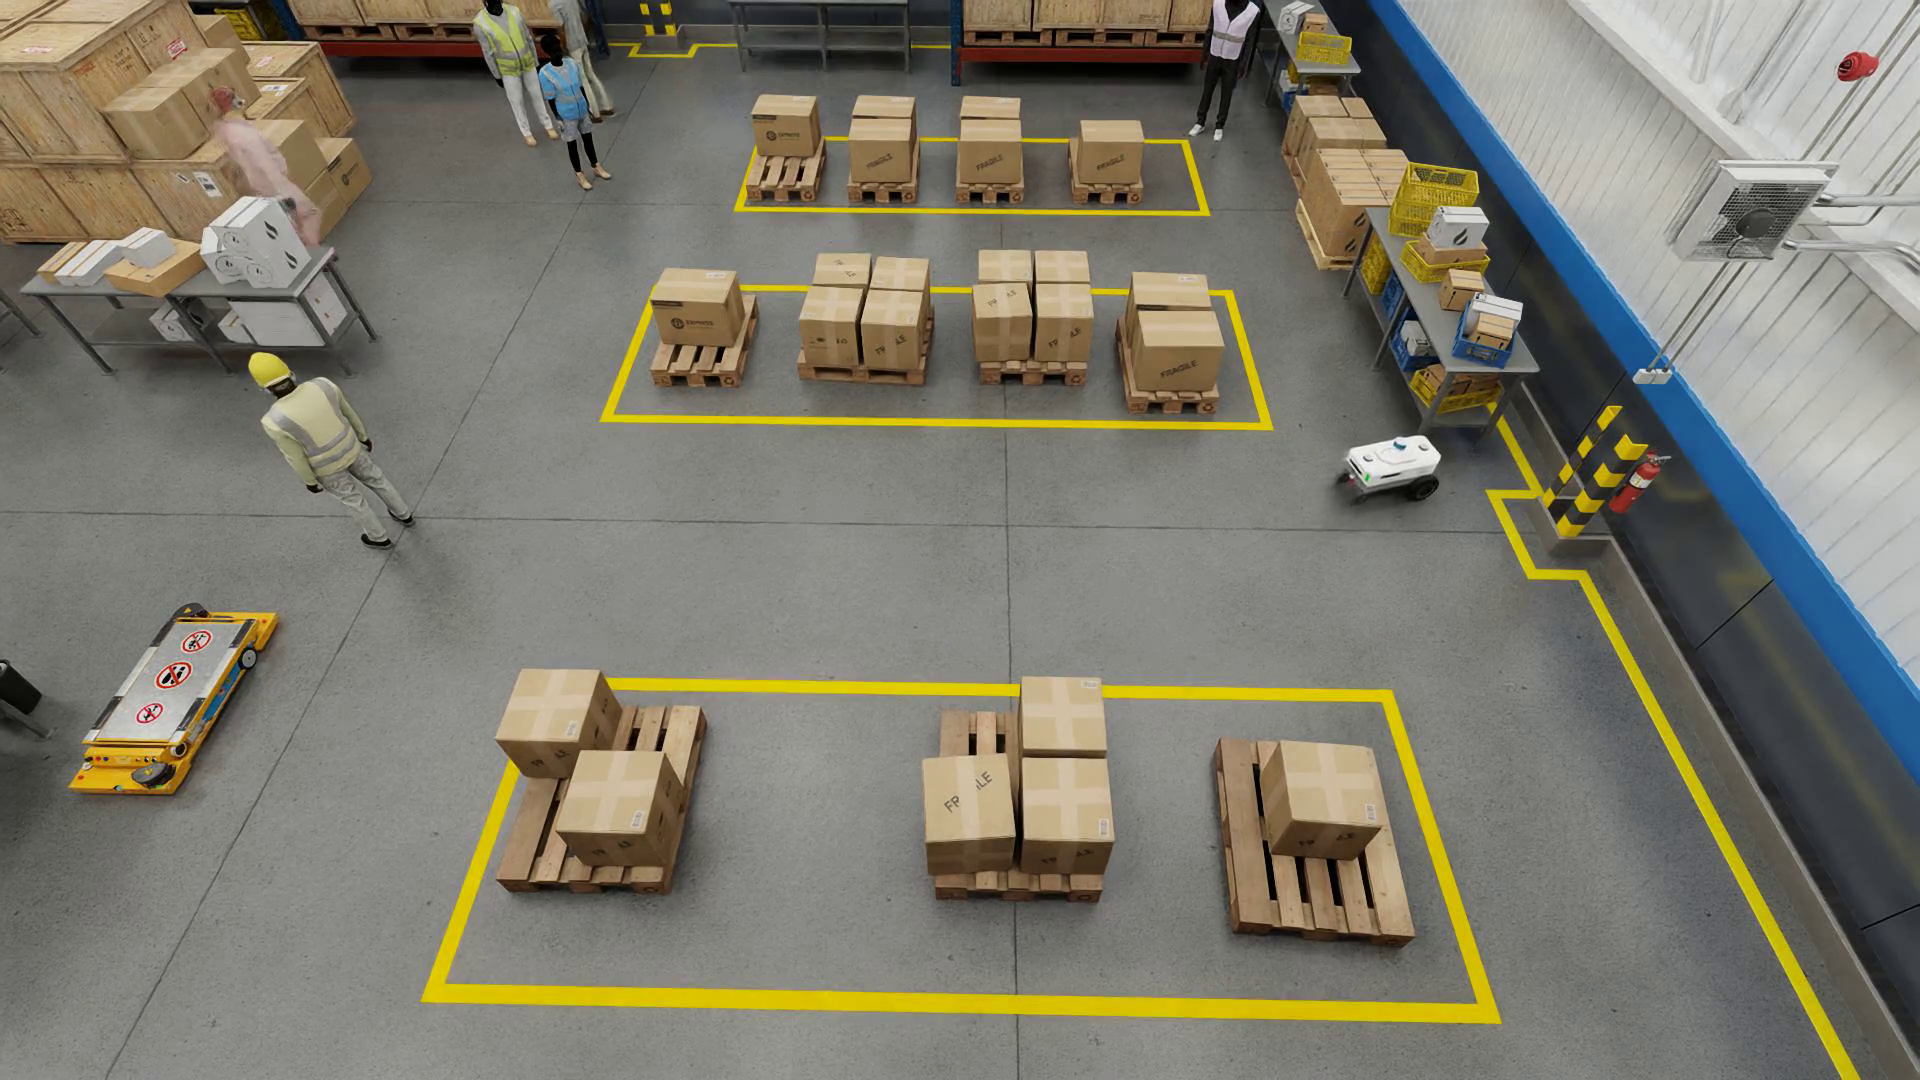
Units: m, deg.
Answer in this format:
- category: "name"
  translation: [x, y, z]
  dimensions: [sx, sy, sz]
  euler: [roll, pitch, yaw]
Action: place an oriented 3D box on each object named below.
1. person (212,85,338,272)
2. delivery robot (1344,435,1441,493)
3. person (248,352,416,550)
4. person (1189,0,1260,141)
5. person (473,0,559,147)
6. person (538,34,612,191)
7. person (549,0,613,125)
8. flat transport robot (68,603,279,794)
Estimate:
- category: "person"
  translation: [-7.030, -3.656, 9.405]
  dimensions: [0.672, 1.875, 0.401]
  euler: [27, 55, 21]
- category: "delivery robot"
  translation: [3.605, -0.655, 7.659]
  dimensions: [0.707, 0.478, 0.477]
  euler: [-11, 51, -9]
- category: "person"
  translation: [-4.717, -0.645, 6.880]
  dimensions: [0.403, 1.827, 0.601]
  euler: [17, 52, 14]
- category: "person"
  translation: [3.266, -5.955, 11.317]
  dimensions: [0.594, 1.919, 0.387]
  euler: [21, 53, 17]
- category: "person"
  translation: [-5.447, -5.796, 11.241]
  dimensions: [0.619, 1.836, 0.431]
  euler: [-35, 58, -26]
- category: "person"
  translation: [-4.481, -4.941, 10.602]
  dimensions: [0.318, 1.697, 0.535]
  euler: [27, 55, 21]
- category: "person"
  translation: [-4.873, -6.245, 11.607]
  dimensions: [0.343, 1.854, 0.531]
  euler: [12, 51, 10]
- category: "flat transport robot"
  translation: [-5.504, 1.072, 6.442]
  dimensions: [0.652, 0.197, 1.431]
  euler: [1, 50, 1]
